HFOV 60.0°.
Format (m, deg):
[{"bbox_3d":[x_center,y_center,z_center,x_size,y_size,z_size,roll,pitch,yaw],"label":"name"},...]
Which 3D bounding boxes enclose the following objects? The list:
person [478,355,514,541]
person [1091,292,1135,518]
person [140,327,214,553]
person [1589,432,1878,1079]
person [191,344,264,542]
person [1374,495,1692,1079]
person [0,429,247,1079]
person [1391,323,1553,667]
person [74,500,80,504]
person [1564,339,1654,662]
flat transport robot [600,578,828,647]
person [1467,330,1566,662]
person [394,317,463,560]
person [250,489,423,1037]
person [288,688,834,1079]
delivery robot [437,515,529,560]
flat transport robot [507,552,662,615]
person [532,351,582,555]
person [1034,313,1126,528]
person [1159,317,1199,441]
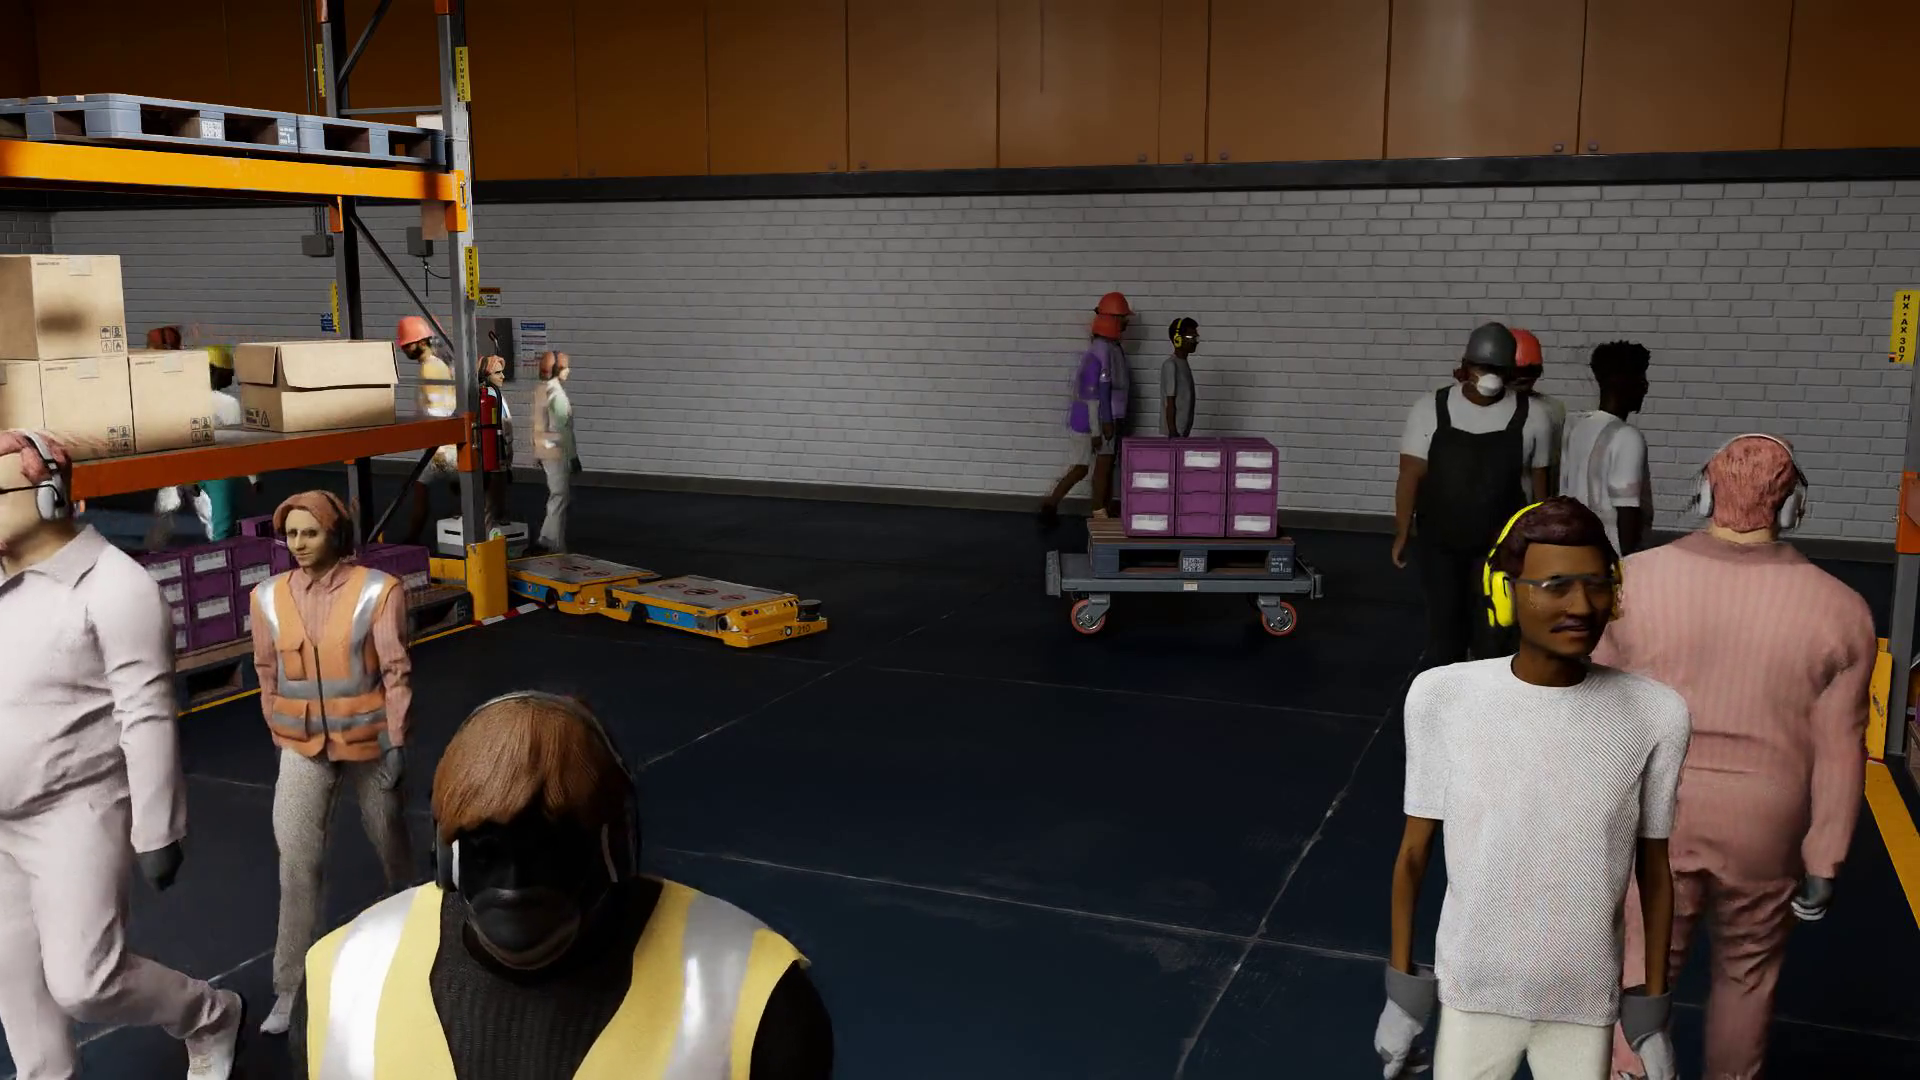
[{"bbox_3d":[-3.331,-0.490,11.826,0.308,1.640,0.511,1,9,4],"label":"person"},{"bbox_3d":[1.292,-1.080,14.180,0.371,2.044,0.608,2,10,12],"label":"person"},{"bbox_3d":[-5.515,-0.549,11.567,0.953,1.837,0.601,-4,10,-24],"label":"person"},{"bbox_3d":[1.819,0.678,4.024,0.644,1.880,0.831,5,10,26],"label":"person"},{"bbox_3d":[-4.902,-0.421,11.074,0.528,1.745,0.449,7,12,38],"label":"person"},{"bbox_3d":[1.027,0.849,3.013,0.532,1.872,0.321,2,10,13],"label":"person"},{"bbox_3d":[-2.190,0.659,4.113,0.649,1.889,0.616,4,10,22],"label":"person"},{"bbox_3d":[2.413,-0.043,7.900,0.693,2.000,0.931,4,10,23],"label":"person"},{"bbox_3d":[-5.983,-0.437,10.807,0.657,1.893,1.026,5,11,29],"label":"person"},{"bbox_3d":[2.850,0.075,7.464,0.671,1.946,0.627,0,9,1],"label":"person"},{"bbox_3d":[-1.558,0.426,10.409,1.431,0.197,0.652,8,12,41],"label":"flat transport robot"},{"bbox_3d":[2.955,-0.164,8.975,0.612,1.932,1.052,-1,9,-3],"label":"person"},{"bbox_3d":[-4.022,-0.736,12.570,0.925,1.879,0.593,-1,9,-9],"label":"person"},{"bbox_3d":[-1.934,0.624,5.209,0.516,1.597,0.868,0,9,-2],"label":"person"},{"bbox_3d":[-0.458,1.039,2.016,0.639,1.829,0.583,1,9,4],"label":"person"},{"bbox_3d":[-3.463,-0.035,12.060,0.707,0.478,0.477,7,11,35],"label":"delivery robot"},{"bbox_3d":[-2.668,0.277,11.312,0.652,0.197,1.431,-9,13,-43],"label":"flat transport robot"},{"bbox_3d":[-3.070,-0.627,12.690,0.364,1.627,0.533,-5,11,-28],"label":"person"},{"bbox_3d":[1.041,-0.996,14.192,0.820,1.887,0.551,3,10,20],"label":"person"},{"bbox_3d":[1.727,-0.807,13.051,0.312,1.869,0.537,3,10,18],"label":"person"}]
